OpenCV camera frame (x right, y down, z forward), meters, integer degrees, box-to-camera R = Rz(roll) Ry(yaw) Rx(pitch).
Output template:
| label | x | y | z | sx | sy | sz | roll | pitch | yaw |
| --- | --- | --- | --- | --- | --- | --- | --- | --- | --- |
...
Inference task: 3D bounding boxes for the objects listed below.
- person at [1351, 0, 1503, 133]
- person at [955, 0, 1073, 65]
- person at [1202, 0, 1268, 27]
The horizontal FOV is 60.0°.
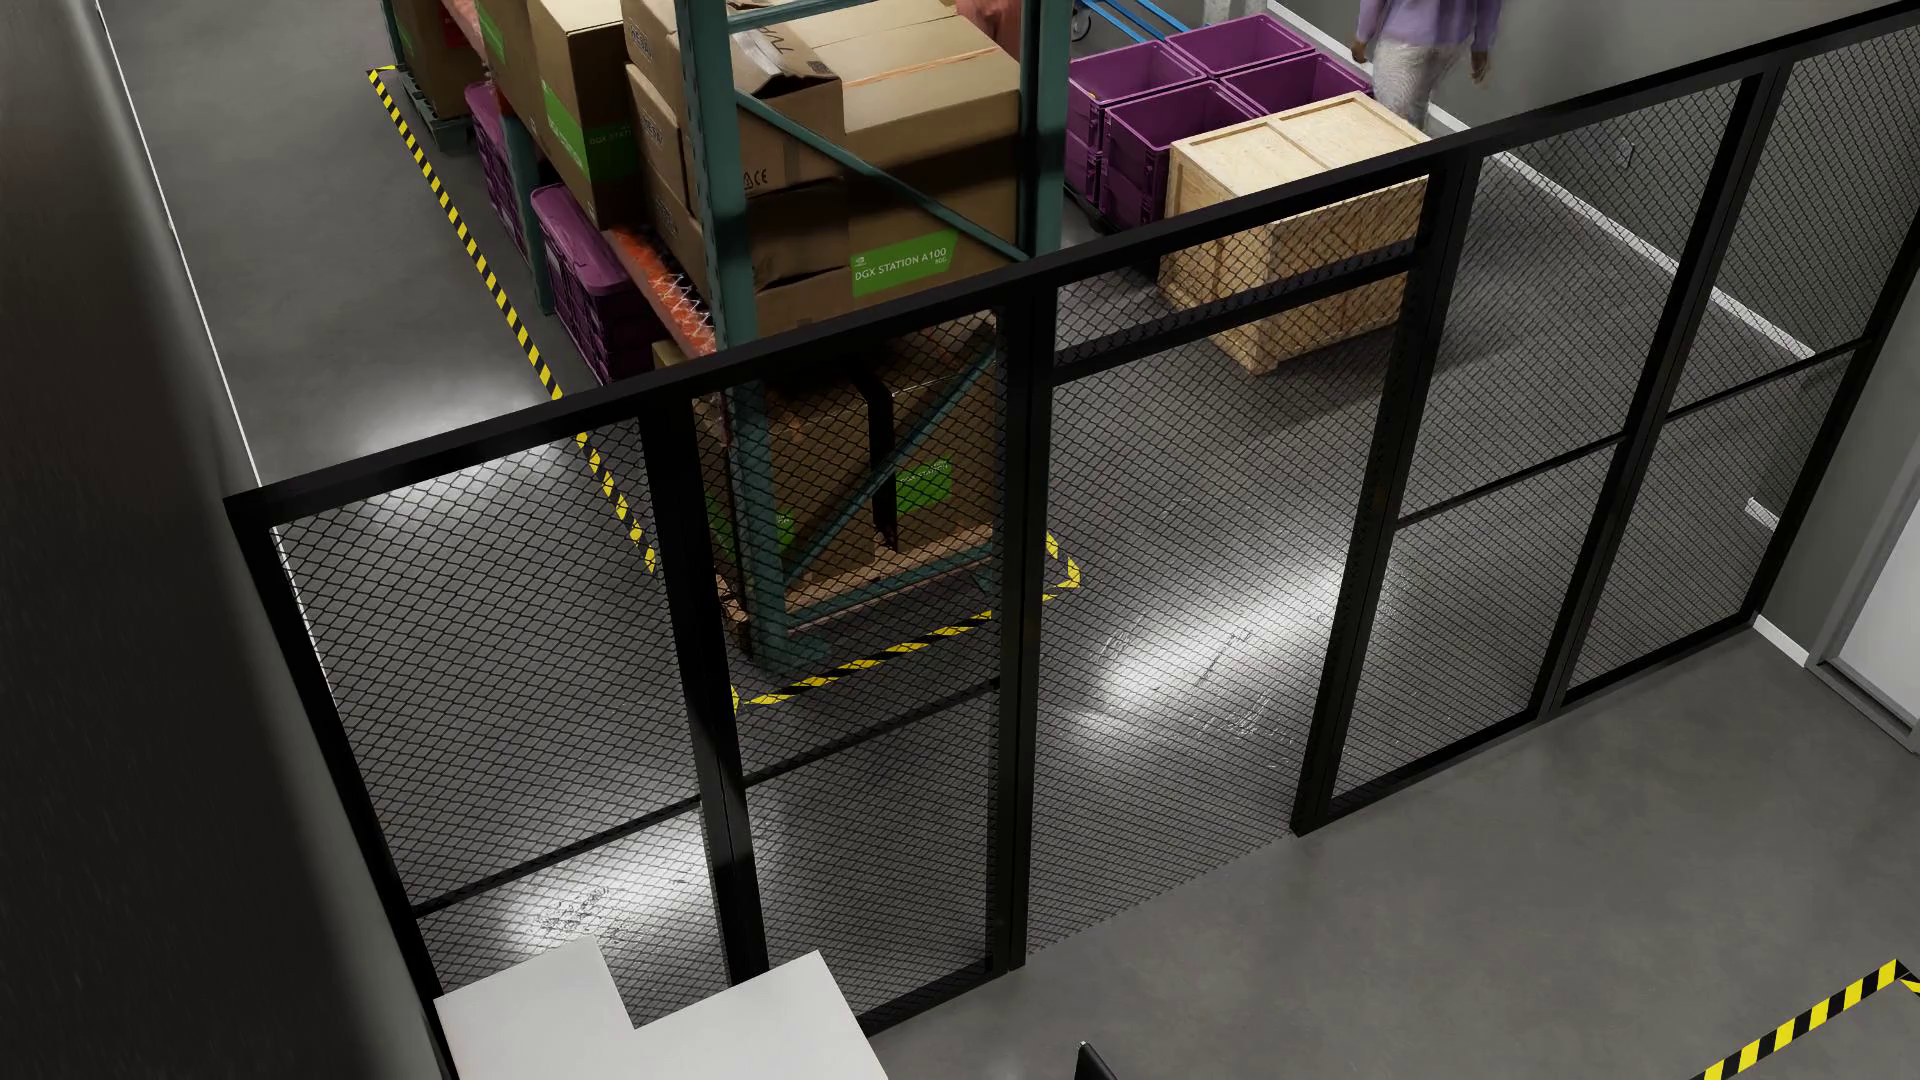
| label | x | y | z | sx | sy | sz | roll | pitch | yaw |
| --- | --- | --- | --- | --- | --- | --- | --- | --- | --- |
| person | 2.113 | -2.234 | 7.419 | 0.623 | 1.909 | 0.898 | -11 | 43 | -11 |
| person | 0.198 | -1.822 | 6.897 | 0.621 | 1.992 | 0.397 | -31 | 51 | -30 |
| person | 1.431 | -3.272 | 8.600 | 0.586 | 1.837 | 0.404 | -17 | 45 | -17 |
